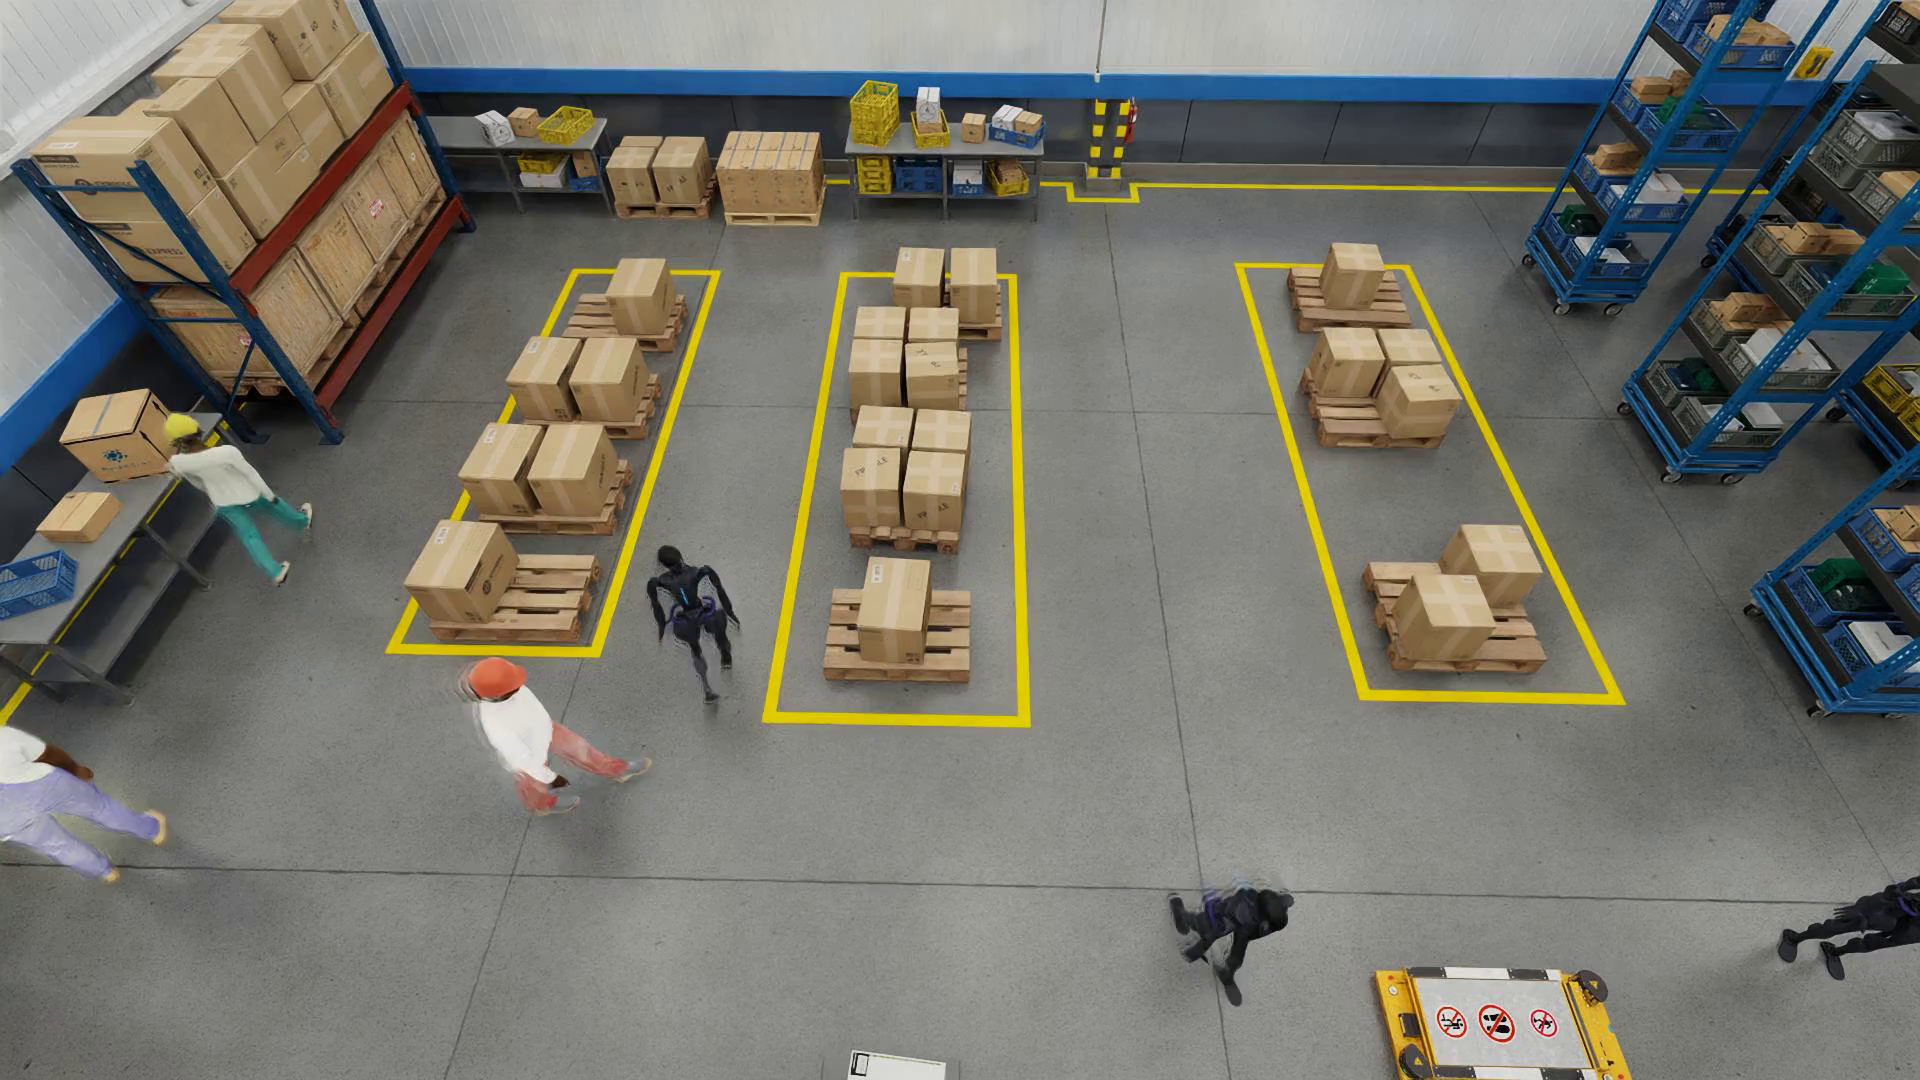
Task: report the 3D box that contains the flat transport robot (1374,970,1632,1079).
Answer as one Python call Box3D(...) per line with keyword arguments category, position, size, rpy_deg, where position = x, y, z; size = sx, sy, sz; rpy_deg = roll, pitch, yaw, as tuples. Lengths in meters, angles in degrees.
Box3D(category="flat transport robot", position=(3.501, 3.133, 5.914), size=(1.431, 0.197, 0.652), rpy_deg=(1, 51, 1))

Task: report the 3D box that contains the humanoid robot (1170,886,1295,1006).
Box3D(category="humanoid robot", position=(1.652, 2.332, 5.716), size=(0.628, 1.611, 0.745), rpy_deg=(-12, 52, -9))

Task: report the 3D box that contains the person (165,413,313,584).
Box3D(category="person", position=(-6.214, -0.439, 7.908), size=(0.535, 1.720, 0.893), rpy_deg=(-14, 52, -11))

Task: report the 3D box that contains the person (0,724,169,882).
Box3D(category="person", position=(-6.147, 1.658, 5.992), size=(0.536, 2.000, 0.689), rpy_deg=(30, 57, 22))

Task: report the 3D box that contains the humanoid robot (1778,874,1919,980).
Box3D(category="humanoid robot", position=(5.864, 2.358, 5.645), size=(0.602, 1.658, 0.324), rpy_deg=(19, 53, 15))

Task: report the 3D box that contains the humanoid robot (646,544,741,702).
Box3D(category="humanoid robot", position=(-2.047, 0.625, 7.072), size=(0.621, 1.627, 0.608), rpy_deg=(-13, 52, -10))

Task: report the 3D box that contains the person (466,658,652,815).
Box3D(category="person", position=(-2.779, 1.366, 6.281), size=(0.959, 1.950, 0.660), rpy_deg=(-10, 52, -8))
